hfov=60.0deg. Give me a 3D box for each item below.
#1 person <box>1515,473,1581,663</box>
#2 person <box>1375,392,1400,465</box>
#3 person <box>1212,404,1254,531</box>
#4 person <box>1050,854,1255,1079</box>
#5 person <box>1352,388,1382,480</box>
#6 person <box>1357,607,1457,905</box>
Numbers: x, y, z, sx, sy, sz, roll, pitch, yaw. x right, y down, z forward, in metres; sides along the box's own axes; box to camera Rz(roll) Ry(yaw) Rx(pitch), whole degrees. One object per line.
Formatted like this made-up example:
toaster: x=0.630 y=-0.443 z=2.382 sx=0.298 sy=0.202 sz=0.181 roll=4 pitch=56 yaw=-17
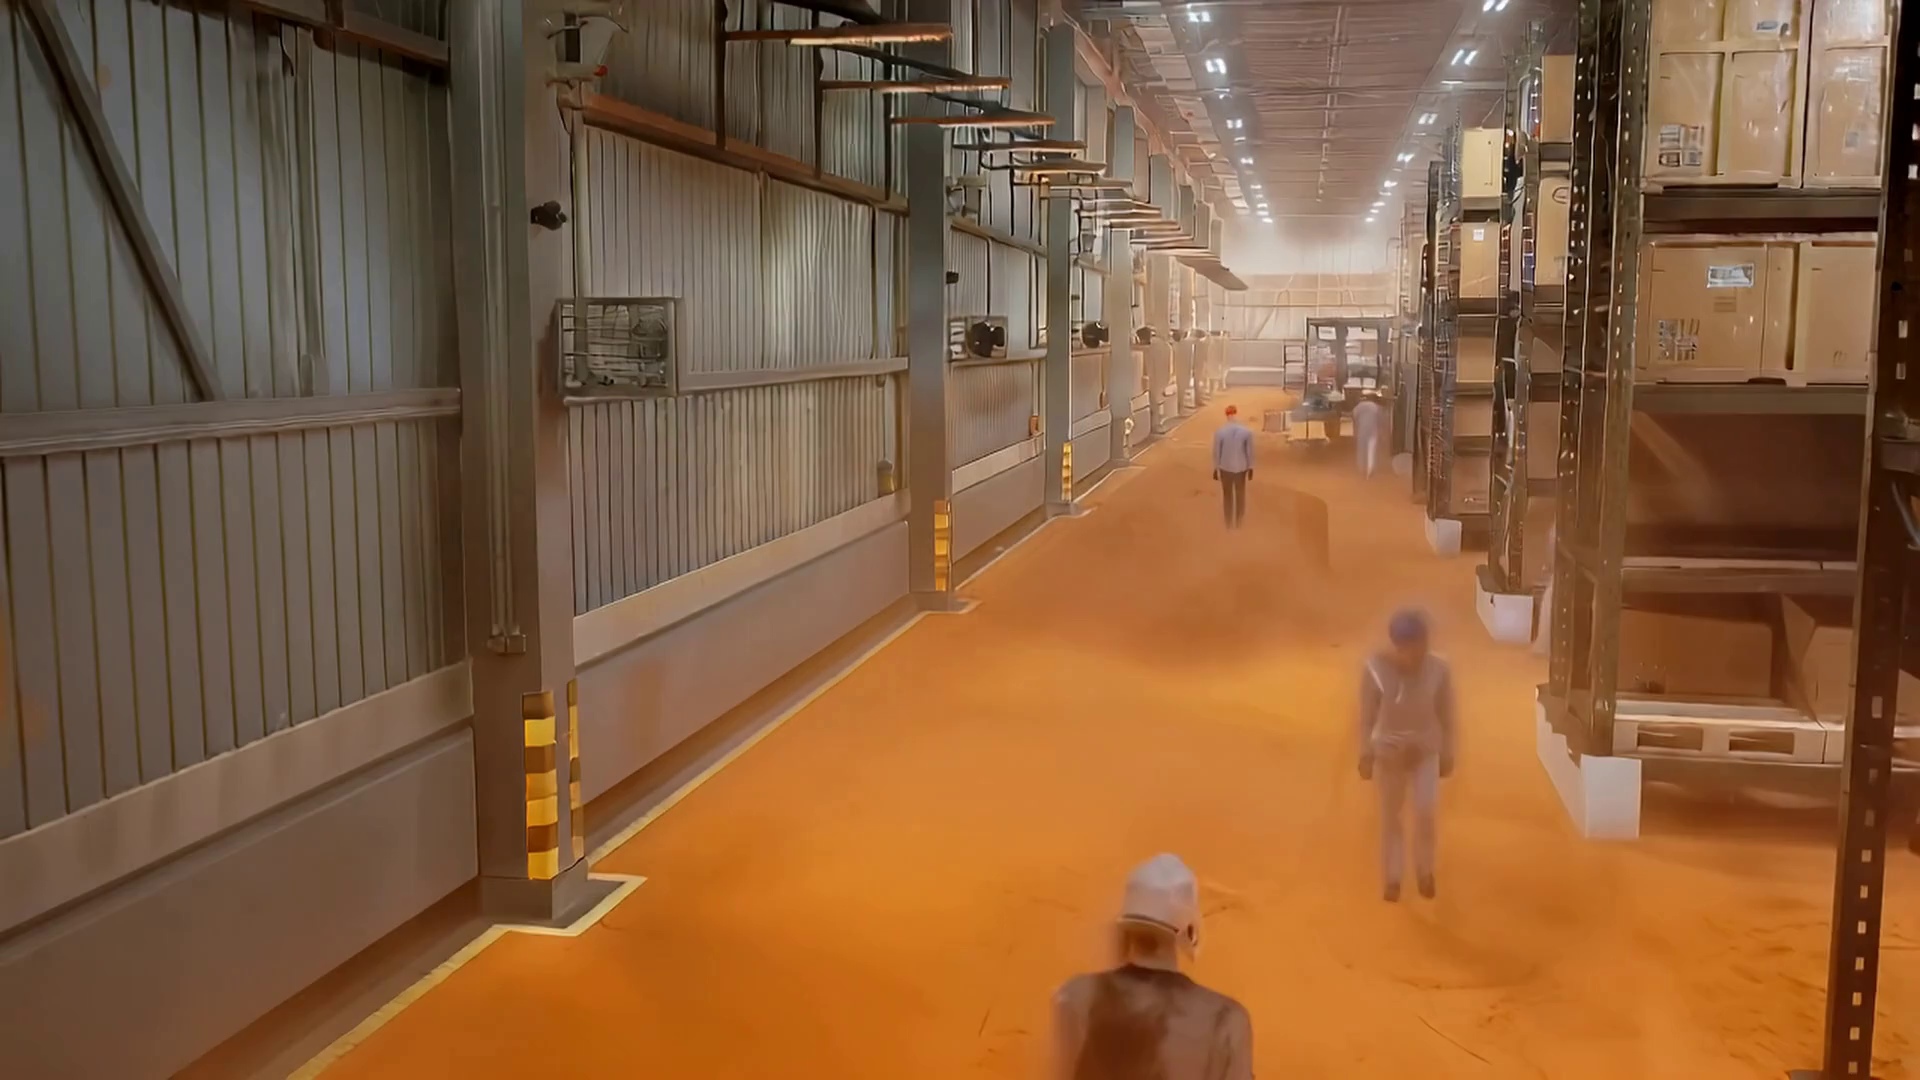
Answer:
person: x=5.725 y=0.259 z=15.577 sx=0.910 sy=1.804 sz=0.624 roll=1 pitch=7 yaw=10
person: x=10.056 y=-2.585 z=38.668 sx=0.832 sy=1.733 sz=0.520 roll=2 pitch=7 yaw=13
person: x=4.247 y=-1.124 z=25.967 sx=0.641 sy=1.975 sz=0.529 roll=0 pitch=7 yaw=2
person: x=0.543 y=1.680 z=4.534 sx=0.591 sy=1.711 sz=0.840 roll=3 pitch=8 yaw=20
person: x=8.562 y=-2.224 z=34.943 sx=0.636 sy=1.949 sz=1.023 roll=1 pitch=7 yaw=5
person: x=2.405 y=1.172 z=8.983 sx=0.513 sy=1.629 sz=0.367 roll=3 pitch=8 yaw=19
